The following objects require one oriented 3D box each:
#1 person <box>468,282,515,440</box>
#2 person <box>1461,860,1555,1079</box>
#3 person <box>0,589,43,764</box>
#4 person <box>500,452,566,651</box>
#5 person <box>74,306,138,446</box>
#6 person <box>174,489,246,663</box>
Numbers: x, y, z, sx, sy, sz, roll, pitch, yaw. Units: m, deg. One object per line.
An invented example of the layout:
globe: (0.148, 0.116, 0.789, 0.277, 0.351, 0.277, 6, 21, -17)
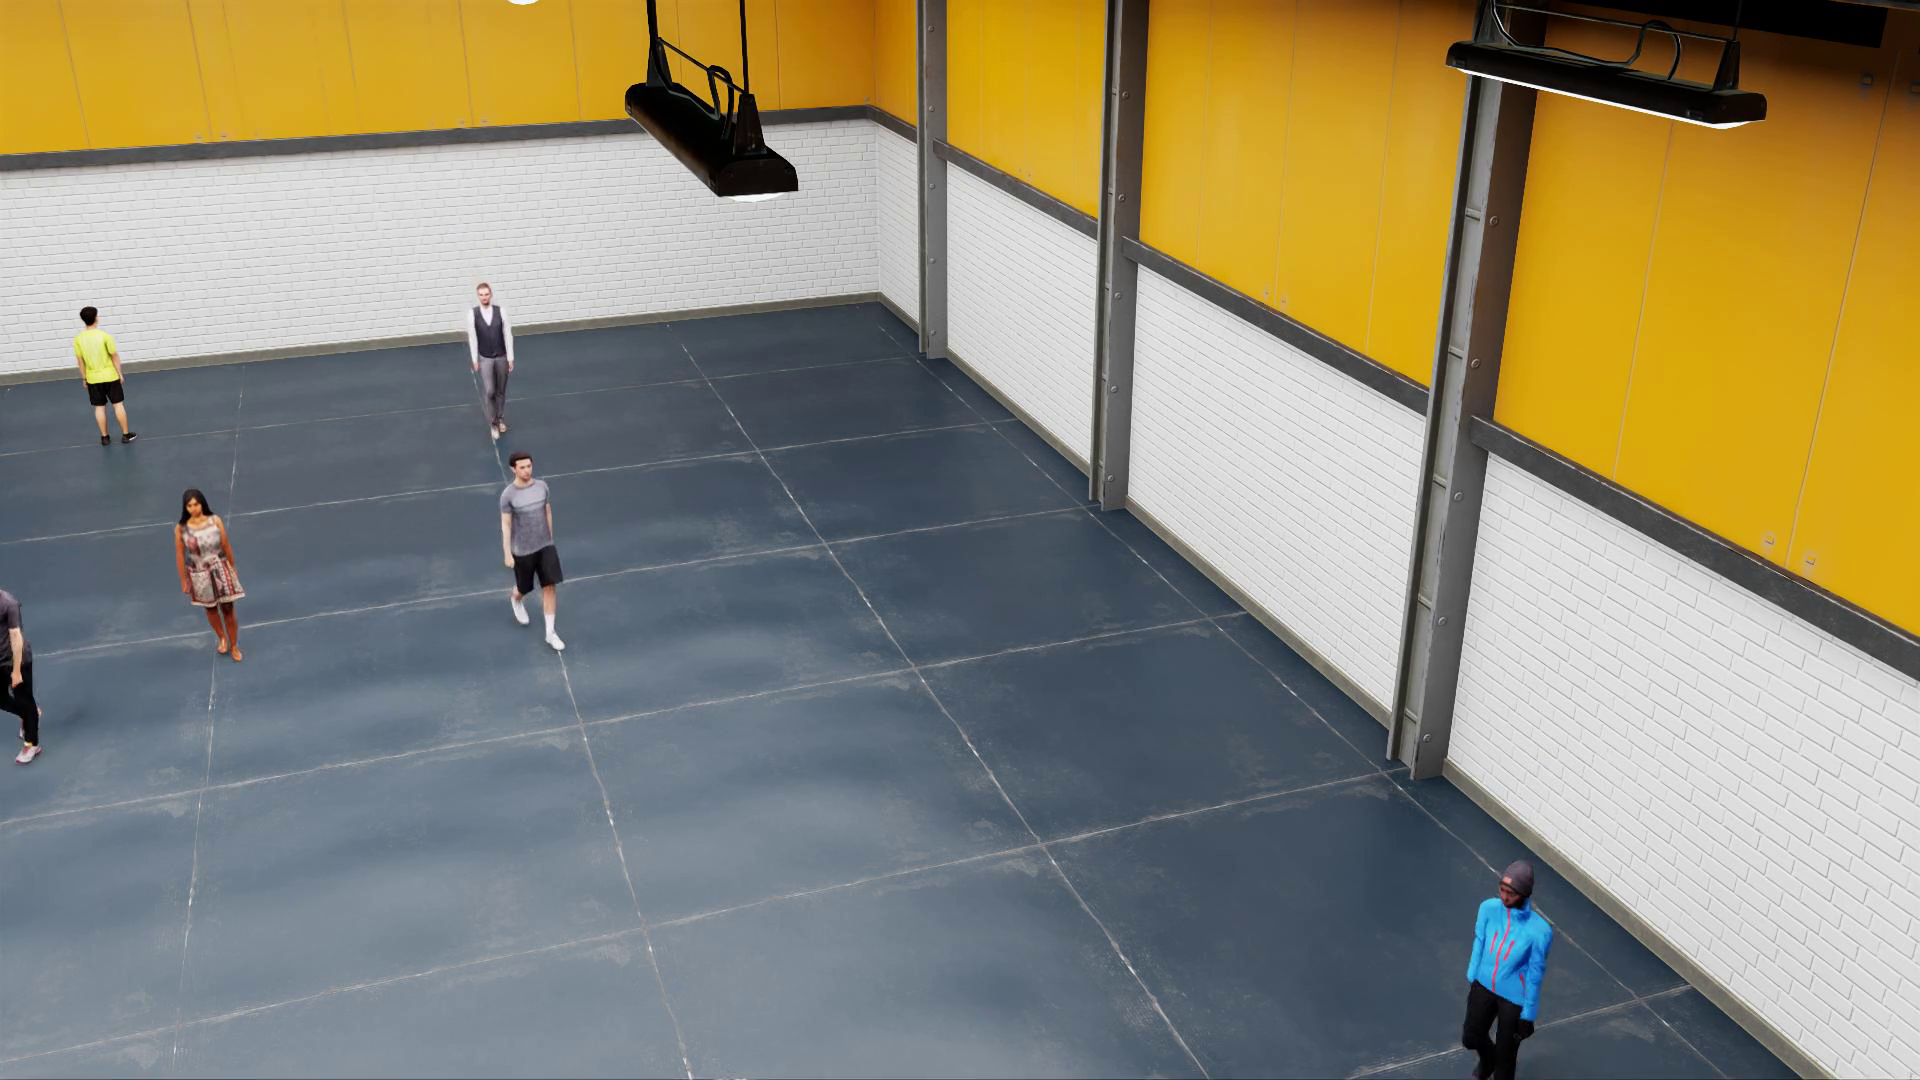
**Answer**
person: (-5.794, -2.278, 20.617, 0.678, 1.915, 0.831, -10, 26, -22)
person: (3.216, 2.592, 9.644, 0.811, 1.782, 0.837, 21, 31, 40)
person: (-7.642, 0.944, 13.452, 0.803, 1.751, 0.882, 4, 24, 9)
person: (-4.000, 0.053, 15.384, 0.900, 1.836, 1.233, -17, 29, -33)
person: (-10.447, -2.003, 20.249, 0.646, 1.708, 0.577, -5, 24, -11)
person: (-6.842, 0.268, 15.150, 0.695, 1.629, 0.806, -11, 26, -23)
